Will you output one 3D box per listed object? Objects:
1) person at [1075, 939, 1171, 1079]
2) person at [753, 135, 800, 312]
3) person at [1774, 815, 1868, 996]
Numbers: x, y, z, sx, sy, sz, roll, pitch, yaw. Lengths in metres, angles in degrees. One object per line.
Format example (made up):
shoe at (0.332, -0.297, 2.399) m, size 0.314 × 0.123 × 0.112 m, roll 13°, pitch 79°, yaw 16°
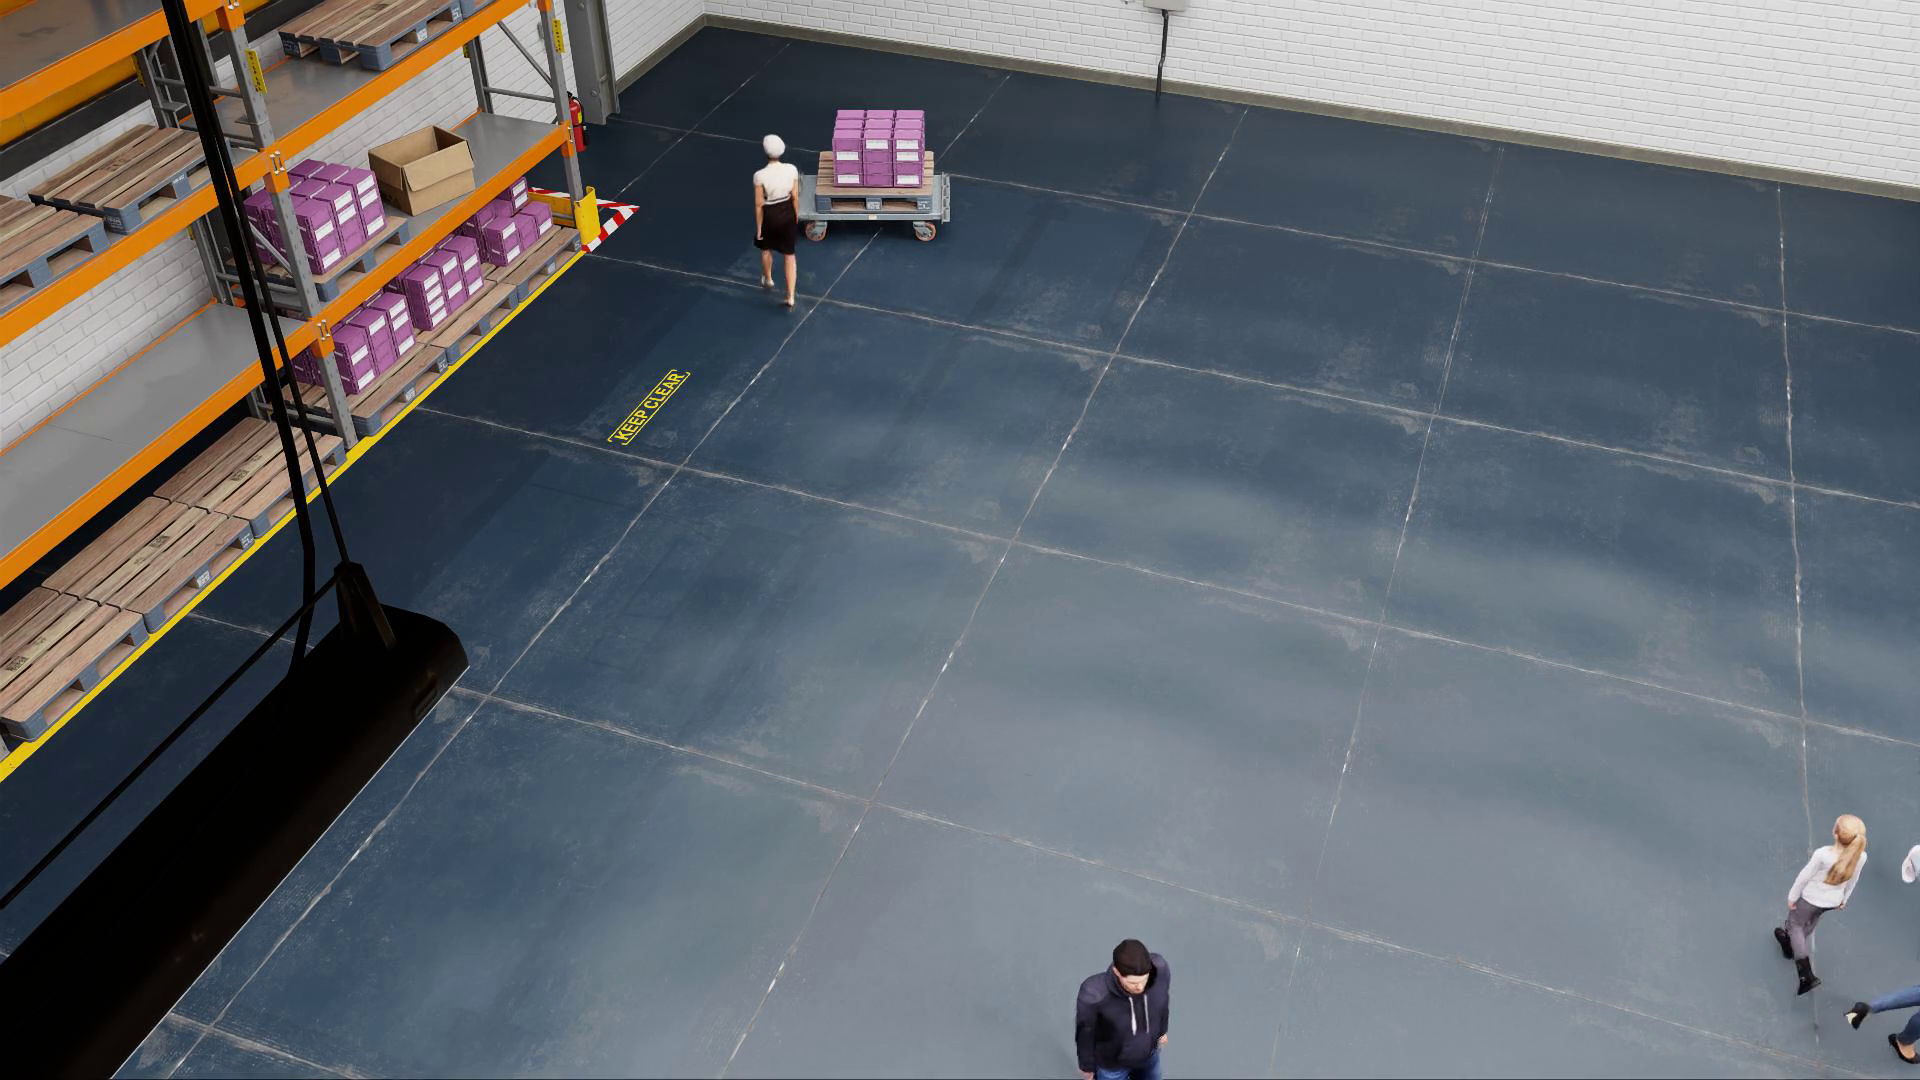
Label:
person at (0.811, 2.594, 8.722) m, size 0.932 × 1.867 × 0.991 m, roll -18°, pitch 42°, yaw -21°
person at (-1.694, -2.959, 15.787) m, size 0.959 × 1.726 × 1.022 m, roll -16°, pitch 41°, yaw -19°
person at (5.069, 2.144, 9.769) m, size 0.672 × 1.262 × 0.868 m, roll 0°, pitch 39°, yaw 0°
